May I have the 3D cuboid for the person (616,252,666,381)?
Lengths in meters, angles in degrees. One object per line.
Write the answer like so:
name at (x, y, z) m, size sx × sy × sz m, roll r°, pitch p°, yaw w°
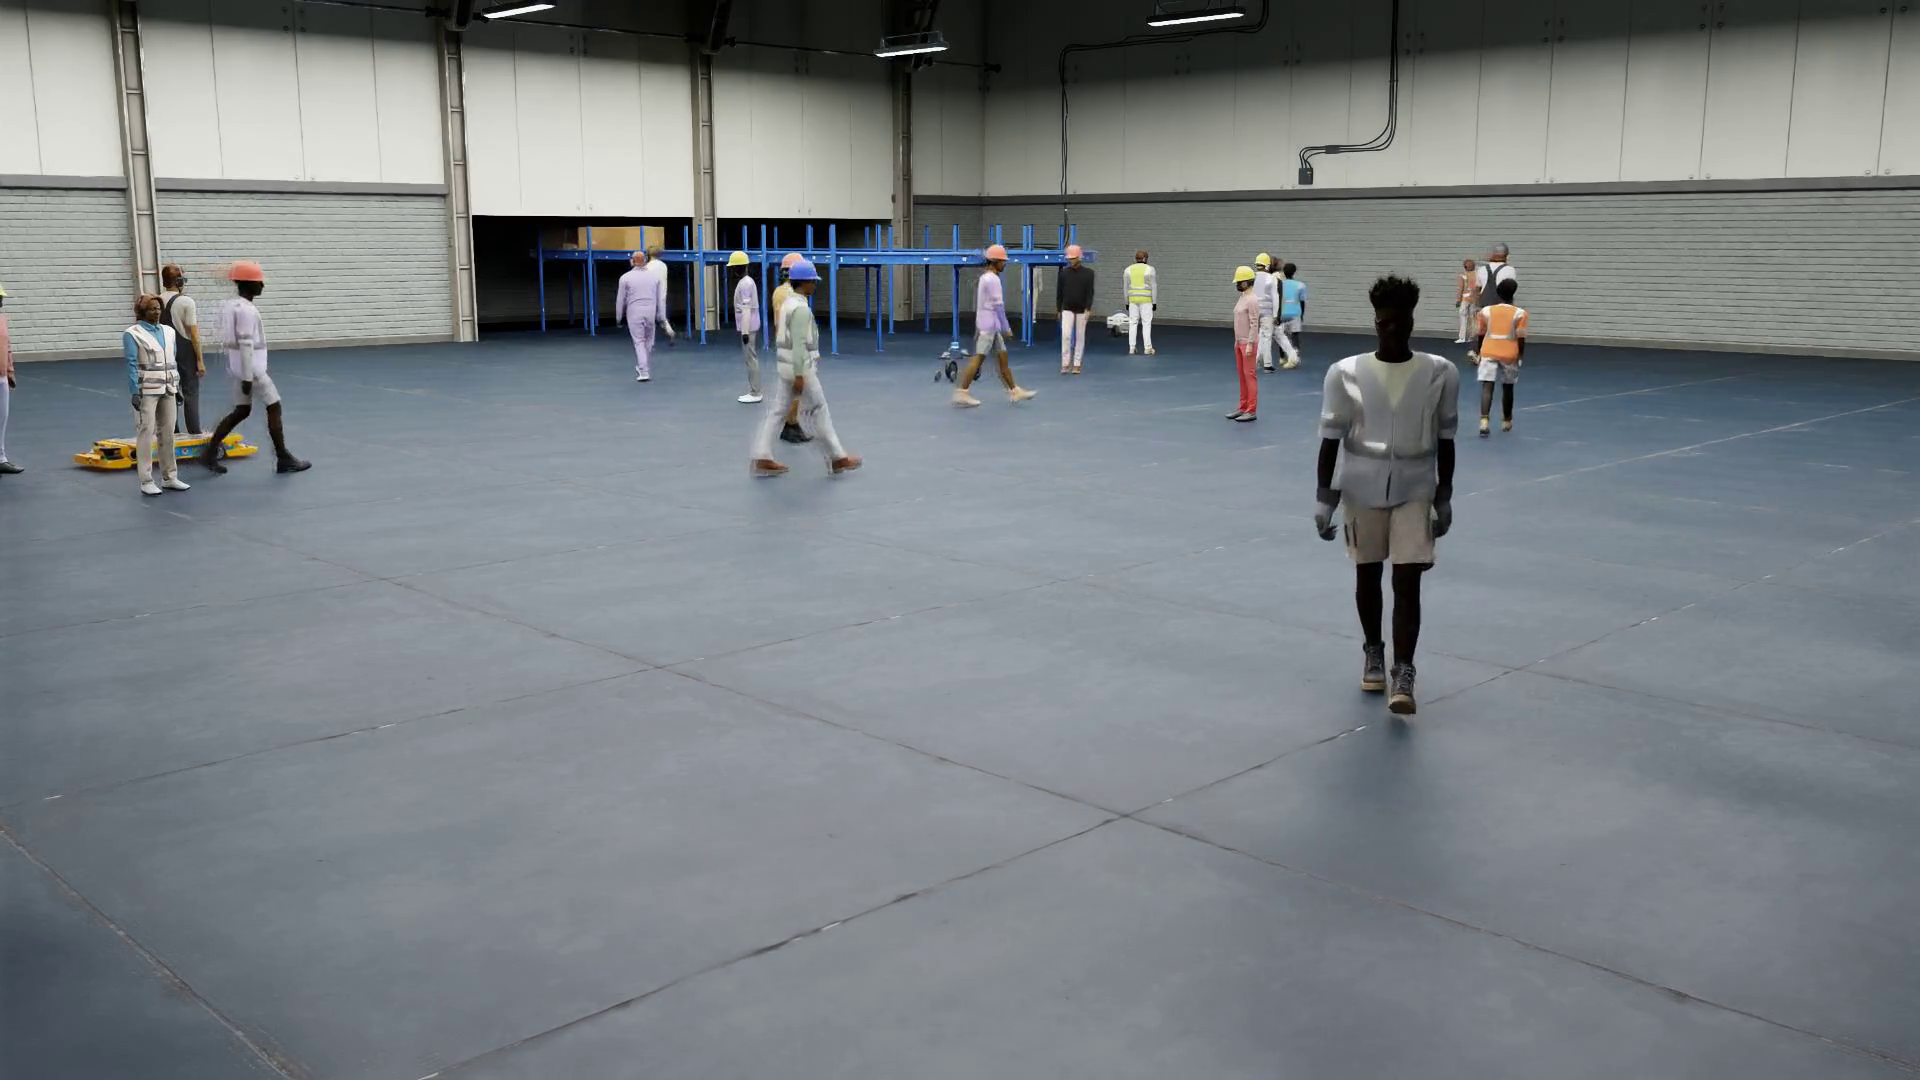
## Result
person at (-4.717, -3.282, 24.414) m, size 0.692 × 1.857 × 0.980 m, roll -6°, pitch 12°, yaw -31°

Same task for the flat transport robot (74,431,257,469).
flat transport robot at (-7.483, -0.866, 15.698) m, size 0.652 × 0.197 × 1.431 m, roll 8°, pitch 13°, yaw 38°

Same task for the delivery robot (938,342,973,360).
delivery robot at (-0.066, -2.787, 24.433) m, size 0.335 × 0.223 × 0.698 m, roll 6°, pitch 12°, yaw 30°

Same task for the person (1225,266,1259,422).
person at (3.257, -2.250, 19.061) m, size 0.317 × 1.765 × 0.522 m, roll -2°, pitch 11°, yaw -9°

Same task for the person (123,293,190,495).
person at (-6.620, -1.204, 13.688) m, size 0.307 × 1.639 × 0.525 m, roll 4°, pitch 11°, yaw 19°

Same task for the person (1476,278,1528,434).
person at (5.777, -1.965, 17.792) m, size 0.529 × 1.655 × 0.867 m, roll 4°, pitch 11°, yaw 23°

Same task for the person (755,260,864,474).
person at (-1.385, -1.517, 14.706) m, size 0.988 × 1.894 × 0.629 m, roll -4°, pitch 11°, yaw -19°

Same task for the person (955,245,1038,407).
person at (0.422, -2.641, 20.584) m, size 1.068 × 1.989 × 0.611 m, roll -1°, pitch 10°, yaw -6°

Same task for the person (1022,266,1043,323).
person at (1.766, -6.066, 40.220) m, size 0.520 × 1.620 × 0.341 m, roll -3°, pitch 11°, yaw -18°

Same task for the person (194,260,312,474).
person at (-6.363, -1.533, 14.784) m, size 0.918 × 1.904 × 0.544 m, roll -7°, pitch 13°, yaw -34°

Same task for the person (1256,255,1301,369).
person at (4.967, -3.604, 26.370) m, size 0.964 × 1.807 × 0.624 m, roll 1°, pitch 10°, yaw 6°

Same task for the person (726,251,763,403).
person at (-2.751, -2.712, 21.187) m, size 0.420 × 1.914 × 0.599 m, roll -1°, pitch 10°, yaw -5°

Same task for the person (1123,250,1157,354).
person at (3.246, -4.258, 29.810) m, size 0.621 × 1.837 × 0.429 m, roll 5°, pitch 12°, yaw 27°

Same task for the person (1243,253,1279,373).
person at (4.665, -3.512, 25.742) m, size 0.588 × 1.834 × 0.403 m, roll 6°, pitch 12°, yaw 32°

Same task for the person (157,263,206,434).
person at (-7.507, -1.733, 16.015) m, size 0.508 × 1.845 × 0.345 m, roll 3°, pitch 11°, yaw 14°

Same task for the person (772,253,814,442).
person at (-1.720, -1.993, 17.197) m, size 0.375 × 1.933 × 0.559 m, roll -6°, pitch 12°, yaw -30°

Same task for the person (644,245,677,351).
person at (-5.600, -4.462, 30.672) m, size 0.645 × 1.927 × 0.642 m, roll 7°, pitch 12°, yaw 32°

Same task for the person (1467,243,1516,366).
person at (8.706, -3.845, 27.112) m, size 0.997 × 2.000 × 0.688 m, roll -9°, pitch 14°, yaw -42°

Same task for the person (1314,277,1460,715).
person at (1.895, -0.194, 7.405) m, size 0.621 × 1.914 × 0.980 m, roll 2°, pitch 11°, yaw 12°

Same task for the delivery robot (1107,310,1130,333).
delivery robot at (3.371, -4.583, 34.932) m, size 0.477 × 0.478 × 0.707 m, roll -4°, pitch 11°, yaw -18°

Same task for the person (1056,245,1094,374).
person at (1.731, -3.494, 25.309) m, size 0.606 × 1.946 × 0.883 m, roll 2°, pitch 11°, yaw 13°

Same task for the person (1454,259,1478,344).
person at (9.965, -4.682, 32.652) m, size 0.523 × 1.640 × 0.306 m, roll -5°, pitch 11°, yaw -25°

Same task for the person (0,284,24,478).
person at (-8.507, -1.433, 14.641) m, size 0.379 × 1.755 × 0.540 m, roll 0°, pitch 10°, yaw 0°

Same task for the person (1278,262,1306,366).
person at (5.333, -3.652, 26.924) m, size 0.539 × 1.678 × 0.701 m, roll 1°, pitch 10°, yaw 3°
